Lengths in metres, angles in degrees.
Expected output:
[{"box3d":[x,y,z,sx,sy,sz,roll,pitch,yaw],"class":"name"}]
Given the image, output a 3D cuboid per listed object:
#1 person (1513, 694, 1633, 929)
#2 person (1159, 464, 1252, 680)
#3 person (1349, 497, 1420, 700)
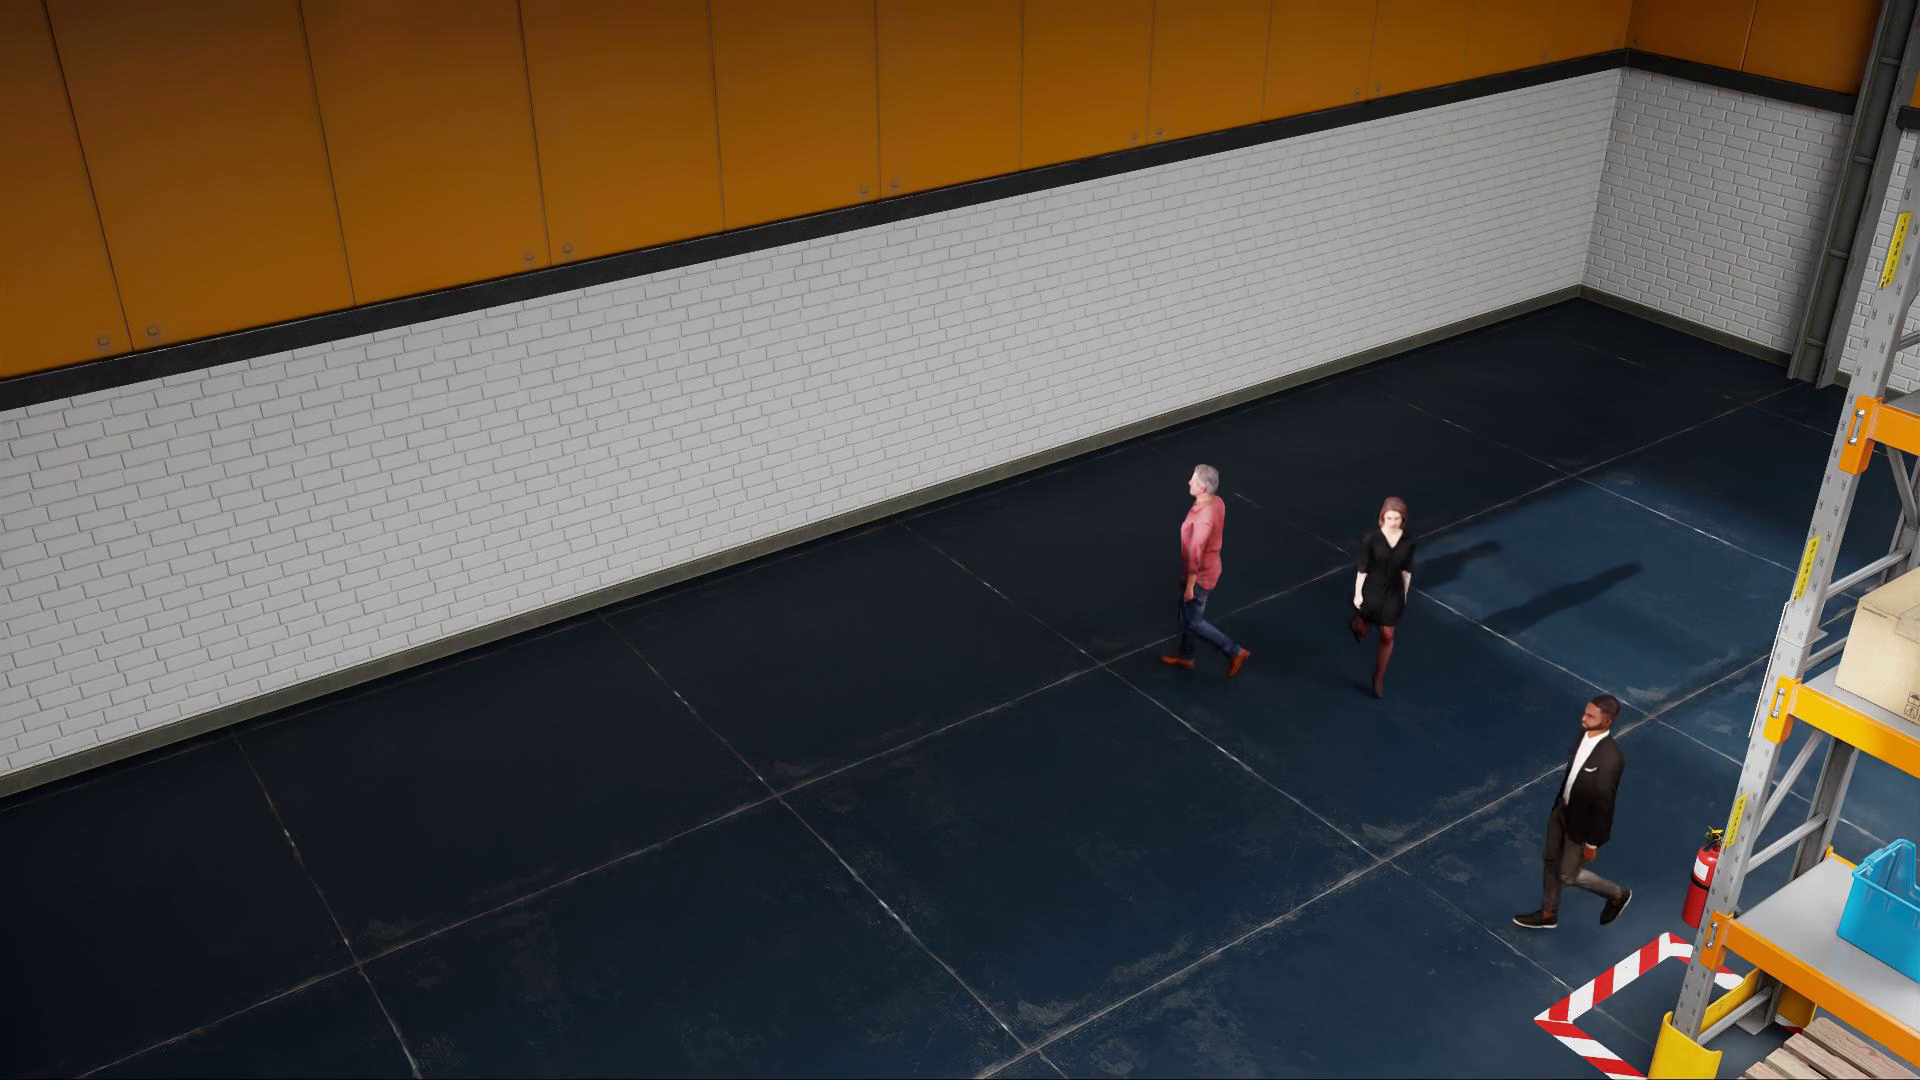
[{"box3d":[3.906,1.724,10.253,0.998,1.786,1.001,-1,29,-1],"class":"person"},{"box3d":[1.940,0.283,12.863,1.126,1.815,1.014,10,30,18],"class":"person"},{"box3d":[3.219,0.380,12.827,0.888,1.679,1.022,-3,29,-5],"class":"person"}]
